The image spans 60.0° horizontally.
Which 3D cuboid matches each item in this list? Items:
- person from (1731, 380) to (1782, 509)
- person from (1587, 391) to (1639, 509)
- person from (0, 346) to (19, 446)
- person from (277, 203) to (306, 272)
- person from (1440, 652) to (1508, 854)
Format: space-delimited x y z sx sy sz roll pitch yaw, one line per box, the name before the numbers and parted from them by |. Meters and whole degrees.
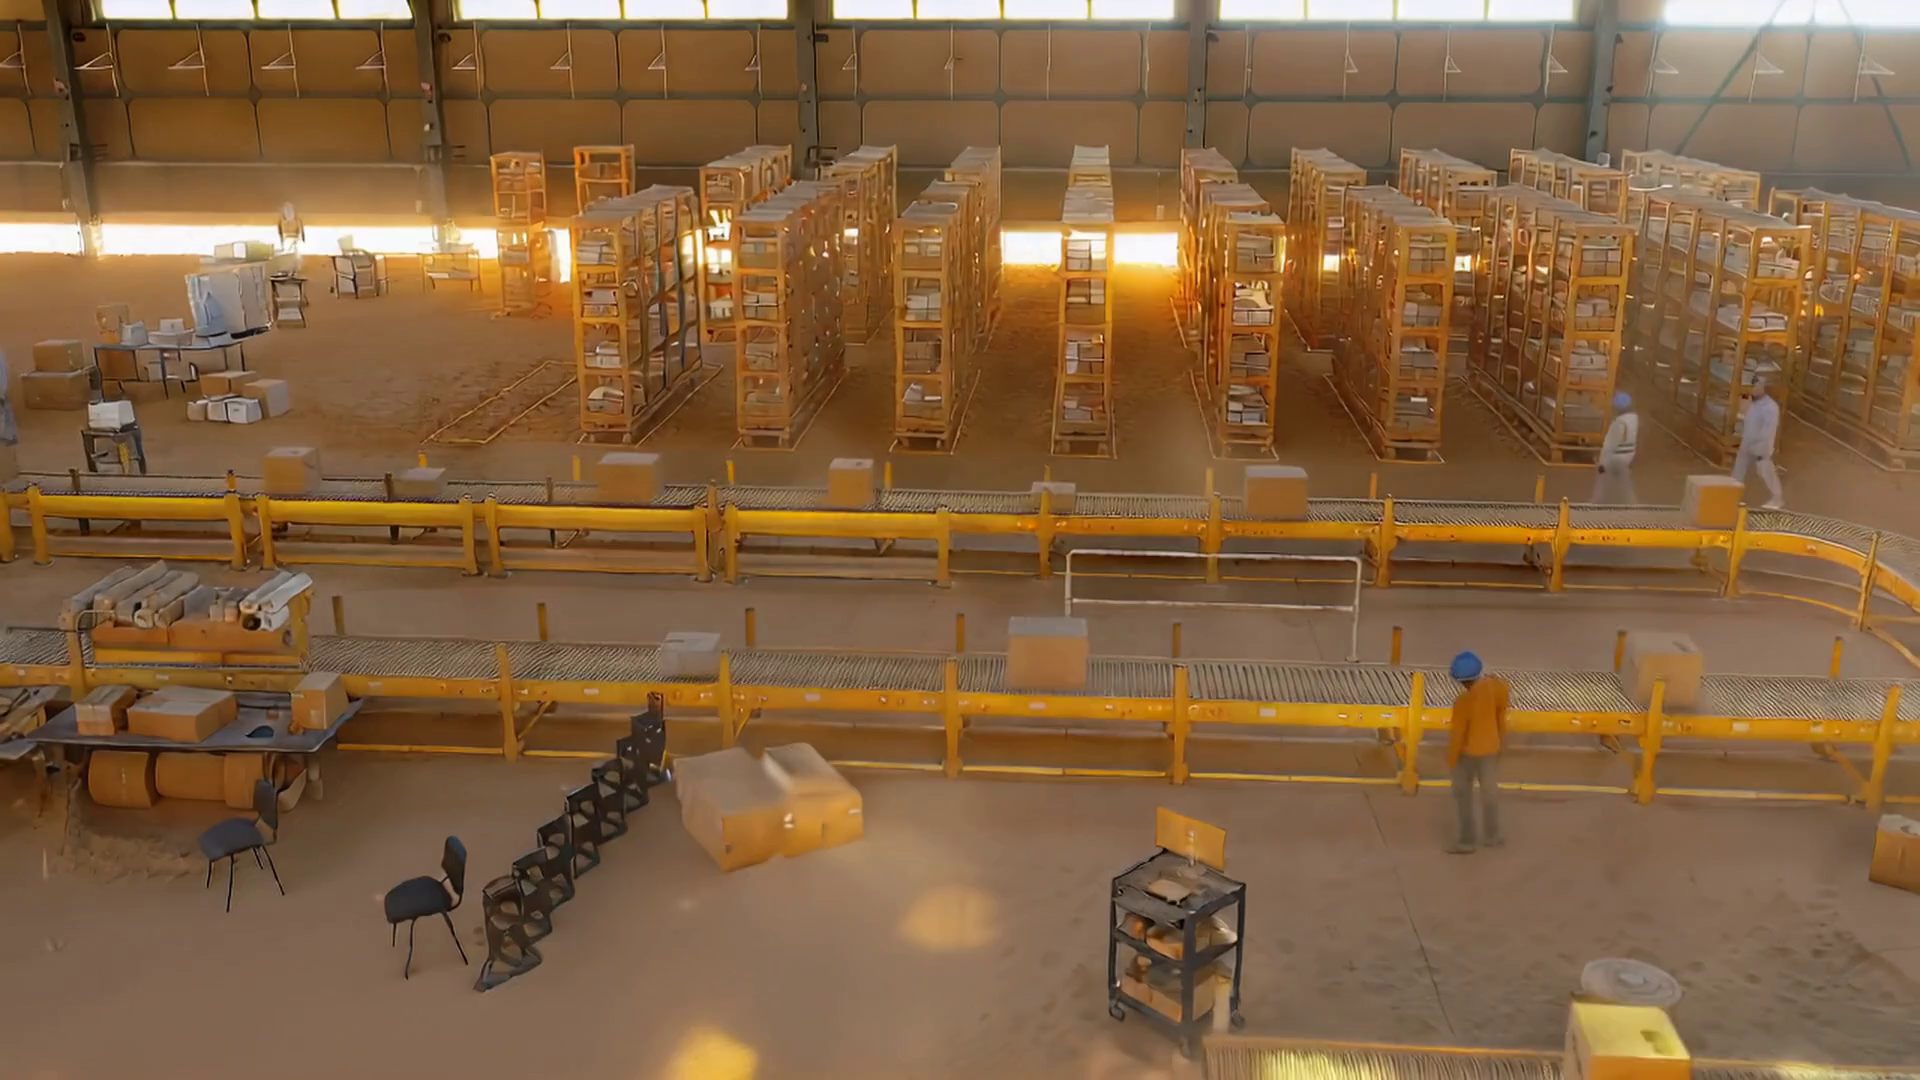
person | 10.858 -1.294 22.690 1.032 1.829 0.719 -3 18 -10
person | 8.748 -1.091 22.117 0.967 1.782 0.610 15 23 40
person | -15.109 -2.439 26.029 0.615 1.997 0.373 12 21 33
person | -17.640 -7.990 43.925 0.636 1.833 0.431 -14 22 -37
person | 4.189 1.686 13.398 0.675 1.720 0.333 -10 20 -28
